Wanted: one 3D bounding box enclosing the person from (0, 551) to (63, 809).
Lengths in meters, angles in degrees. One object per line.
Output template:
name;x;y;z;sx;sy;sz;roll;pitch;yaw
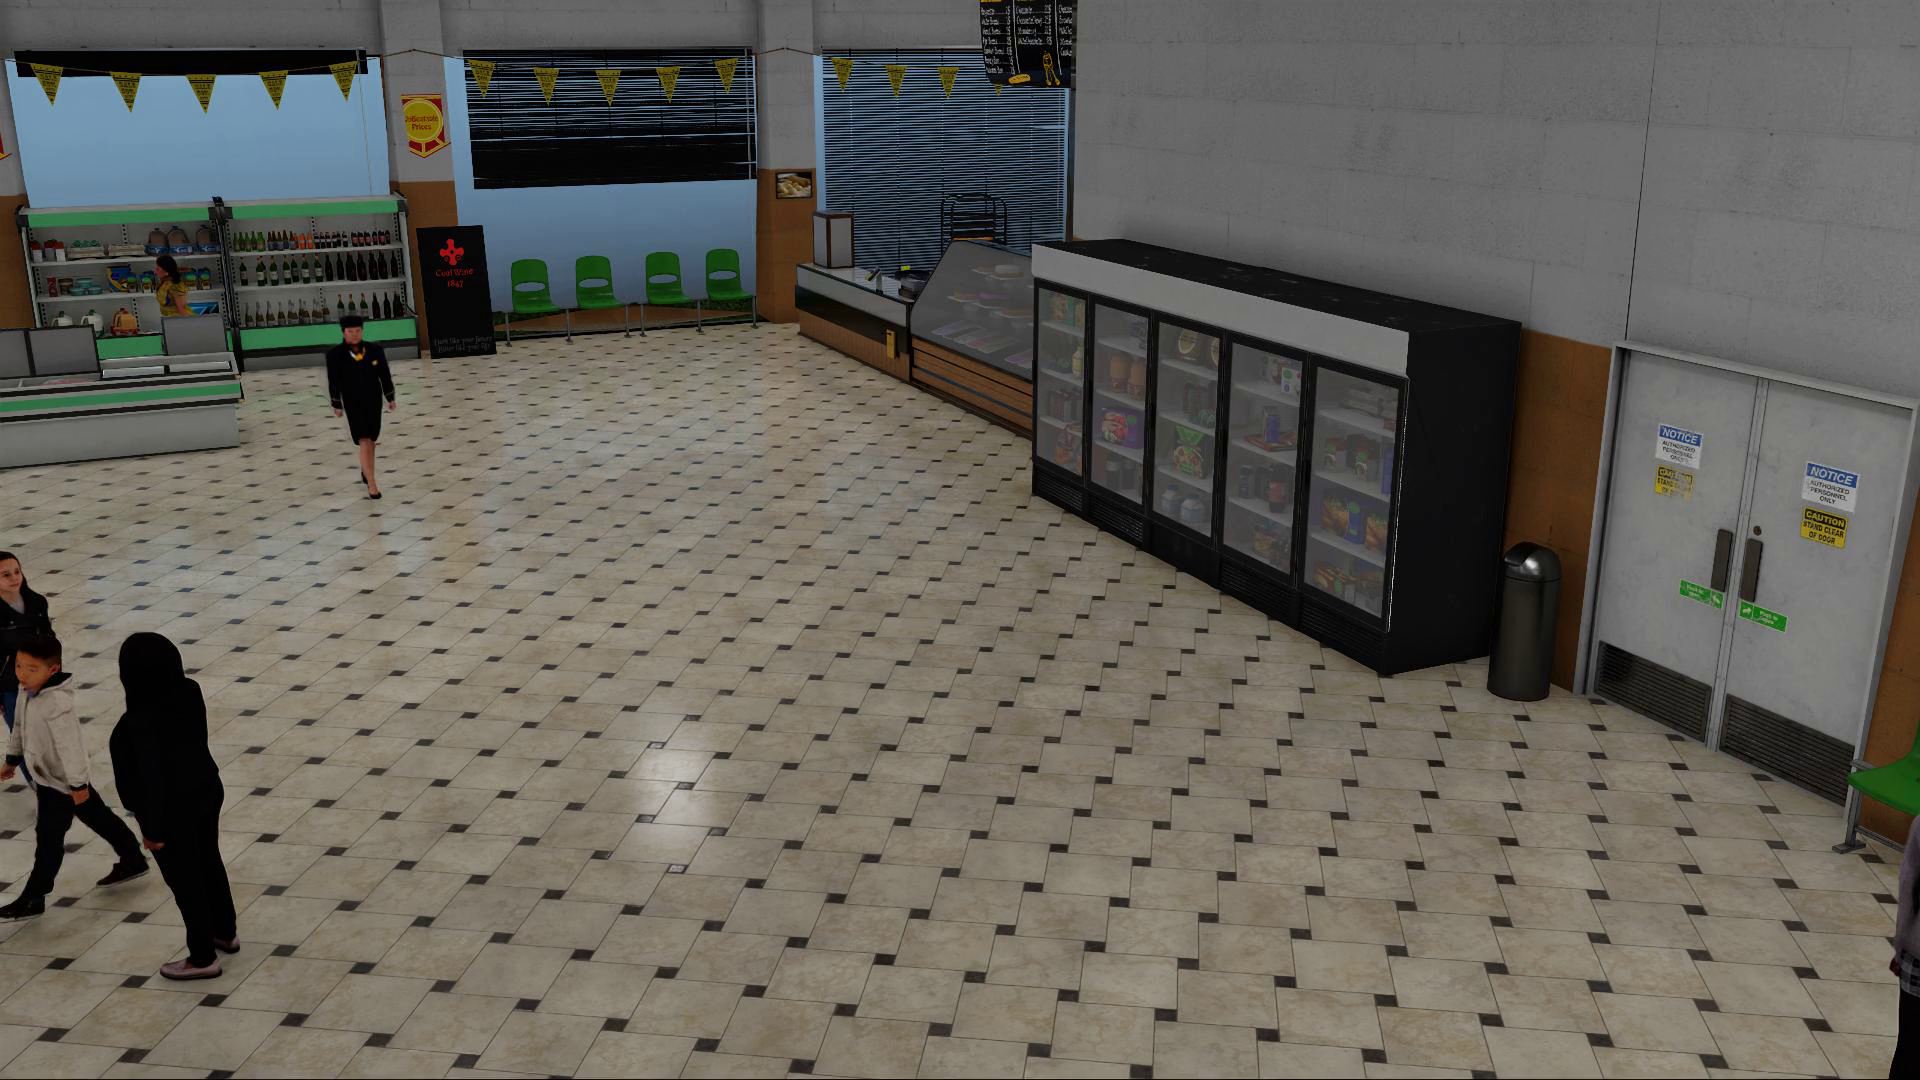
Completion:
person;-5.098;0.757;8.992;0.803;1.472;0.777;12;20;34

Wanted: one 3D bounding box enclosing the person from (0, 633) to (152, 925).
person;-4.228;1.098;7.974;1.019;1.411;0.744;-13;21;-36

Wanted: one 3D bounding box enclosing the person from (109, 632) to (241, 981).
person;-3.465;1.170;7.386;0.780;1.615;0.762;1;17;2

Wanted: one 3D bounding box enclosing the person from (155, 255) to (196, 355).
person;-9.097;-2.502;19.439;0.820;1.638;0.842;-13;21;-36

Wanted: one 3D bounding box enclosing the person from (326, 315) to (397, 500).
person;-5.473;-1.226;15.243;1.015;1.634;0.838;-10;20;-30
